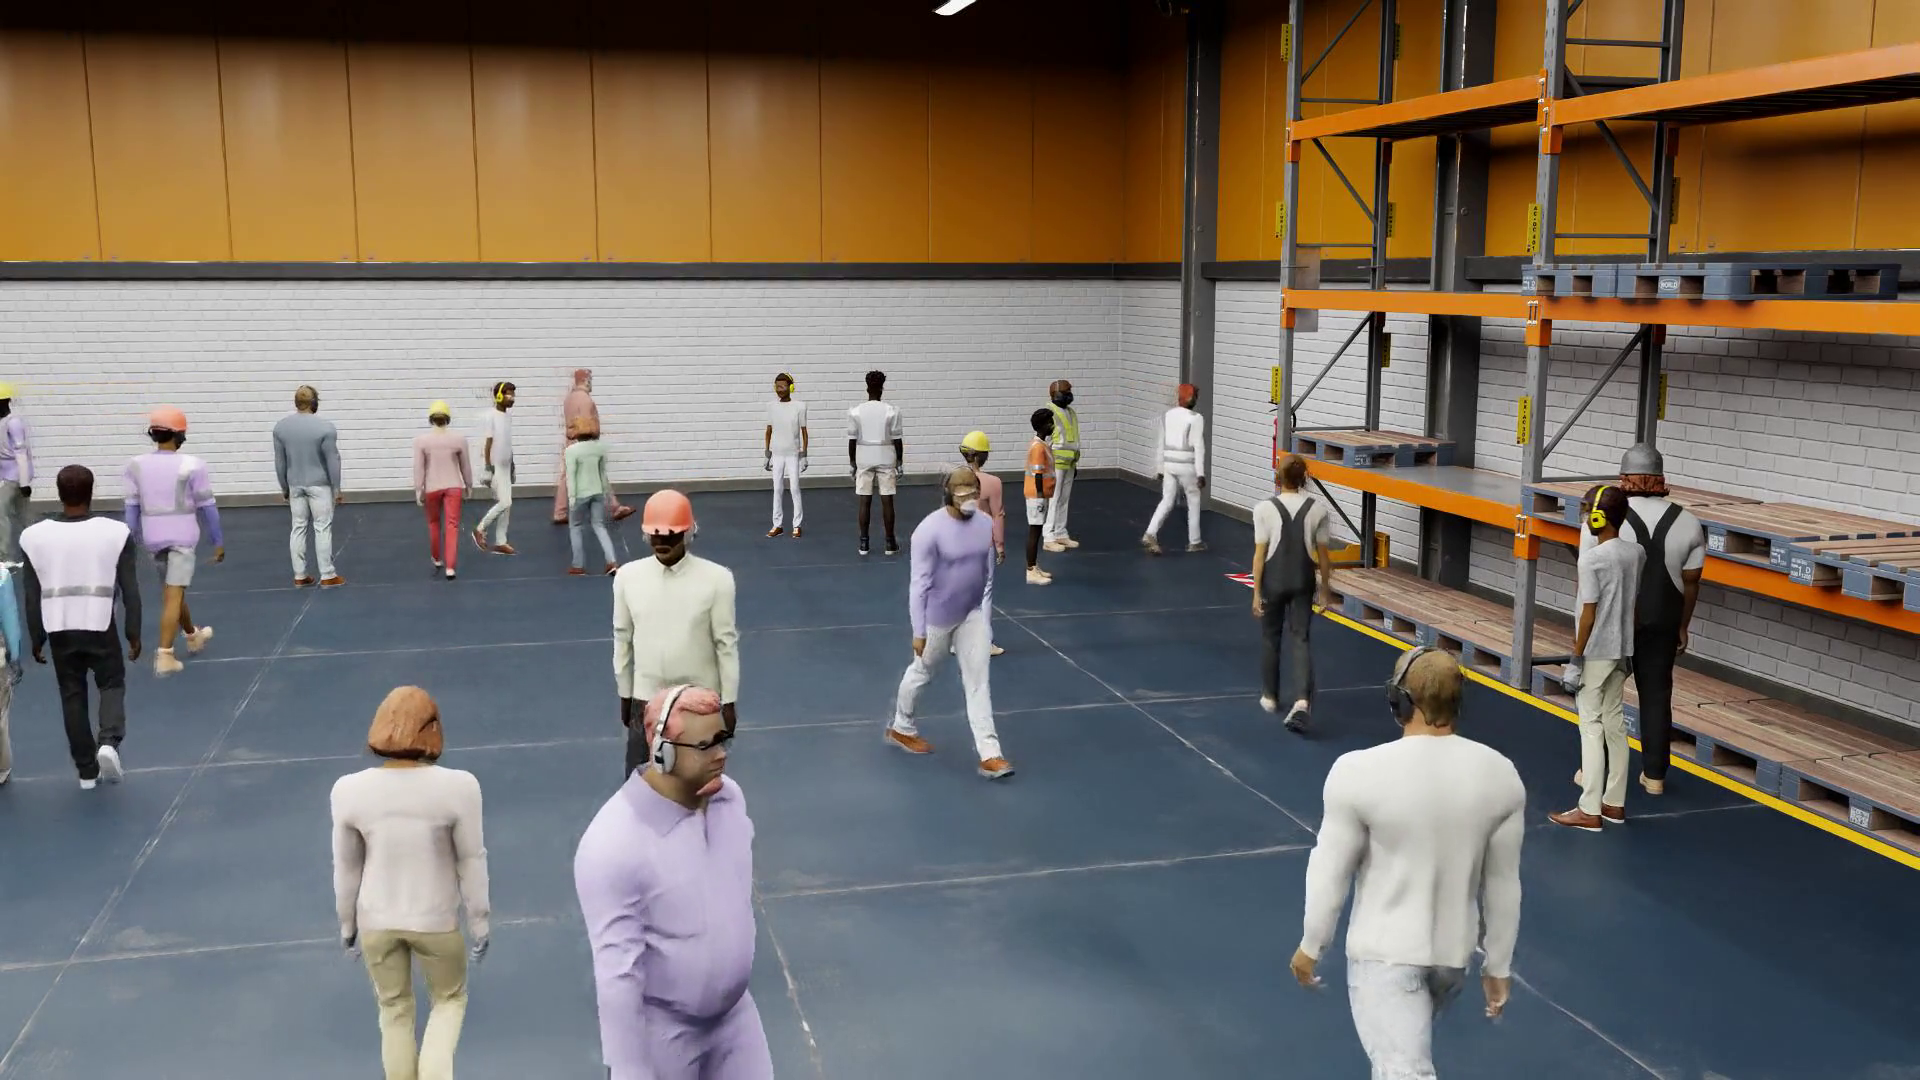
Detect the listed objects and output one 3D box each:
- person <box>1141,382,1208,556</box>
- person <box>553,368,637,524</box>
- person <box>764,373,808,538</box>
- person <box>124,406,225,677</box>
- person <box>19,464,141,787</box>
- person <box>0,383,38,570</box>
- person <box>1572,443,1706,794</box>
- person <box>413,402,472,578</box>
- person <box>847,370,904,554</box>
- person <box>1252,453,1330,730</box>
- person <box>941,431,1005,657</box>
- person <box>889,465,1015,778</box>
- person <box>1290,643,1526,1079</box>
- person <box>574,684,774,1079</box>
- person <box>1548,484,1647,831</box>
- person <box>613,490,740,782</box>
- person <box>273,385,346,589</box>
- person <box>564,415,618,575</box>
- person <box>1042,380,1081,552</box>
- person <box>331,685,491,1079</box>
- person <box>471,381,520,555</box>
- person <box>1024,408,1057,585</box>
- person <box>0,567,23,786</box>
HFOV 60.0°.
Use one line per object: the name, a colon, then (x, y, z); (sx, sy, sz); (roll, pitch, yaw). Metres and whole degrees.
person: (2.299, -0.746, 17.626); (0.649, 1.843, 0.931); (8, 12, 42)
person: (-4.426, -1.115, 19.870); (1.014, 1.846, 0.650); (-6, 11, -35)
person: (-1.970, -0.950, 18.797); (0.532, 1.865, 0.315); (2, 9, 14)
person: (-5.928, -0.015, 12.599); (0.632, 1.980, 1.062); (0, 9, 2)
person: (-5.023, 0.518, 9.538); (0.593, 1.898, 0.570); (-4, 10, -21)
person: (-9.617, -0.629, 16.702); (0.771, 1.898, 0.614); (-7, 11, -36)
person: (3.857, 0.440, 9.572); (0.682, 2.000, 0.535); (0, 9, 3)
person: (-5.115, -0.509, 16.483); (0.550, 1.713, 0.908); (-3, 10, -17)
person: (-0.891, -0.818, 17.660); (0.603, 1.966, 0.368); (1, 9, 4)
person: (2.200, 0.332, 11.027); (0.518, 1.816, 0.903); (0, 9, 3)
person: (0.112, 0.031, 12.980); (0.531, 1.767, 0.328); (4, 10, 25)
person: (-0.077, 0.466, 9.984); (0.639, 1.871, 1.099); (-7, 12, -38)
person: (1.385, 1.248, 5.032); (0.633, 1.897, 1.042); (-3, 10, -19)
person: (-0.748, 1.322, 4.558); (0.420, 1.893, 0.646); (6, 11, 33)
person: (3.437, 0.630, 8.938); (0.509, 1.867, 0.328); (-6, 11, -34)
person: (-1.353, 0.740, 7.896); (0.630, 1.973, 0.459); (0, 9, 1)
person: (-6.146, -0.496, 15.735); (0.635, 1.937, 0.352); (1, 9, 8)
person: (-3.637, -0.424, 16.371); (0.631, 1.597, 0.510); (7, 11, 37)
person: (1.085, -0.805, 17.969); (0.429, 1.842, 0.632); (6, 11, 32)
person: (-1.833, 1.293, 5.559); (0.516, 1.614, 0.418); (-1, 9, -5)
person: (-4.901, -0.756, 17.638); (0.445, 1.847, 0.554); (2, 9, 14)
person: (0.774, -0.426, 16.051); (0.319, 1.695, 0.539); (1, 9, 5)
person: (-5.582, 0.686, 9.389); (0.523, 1.593, 0.821); (-5, 10, -27)
